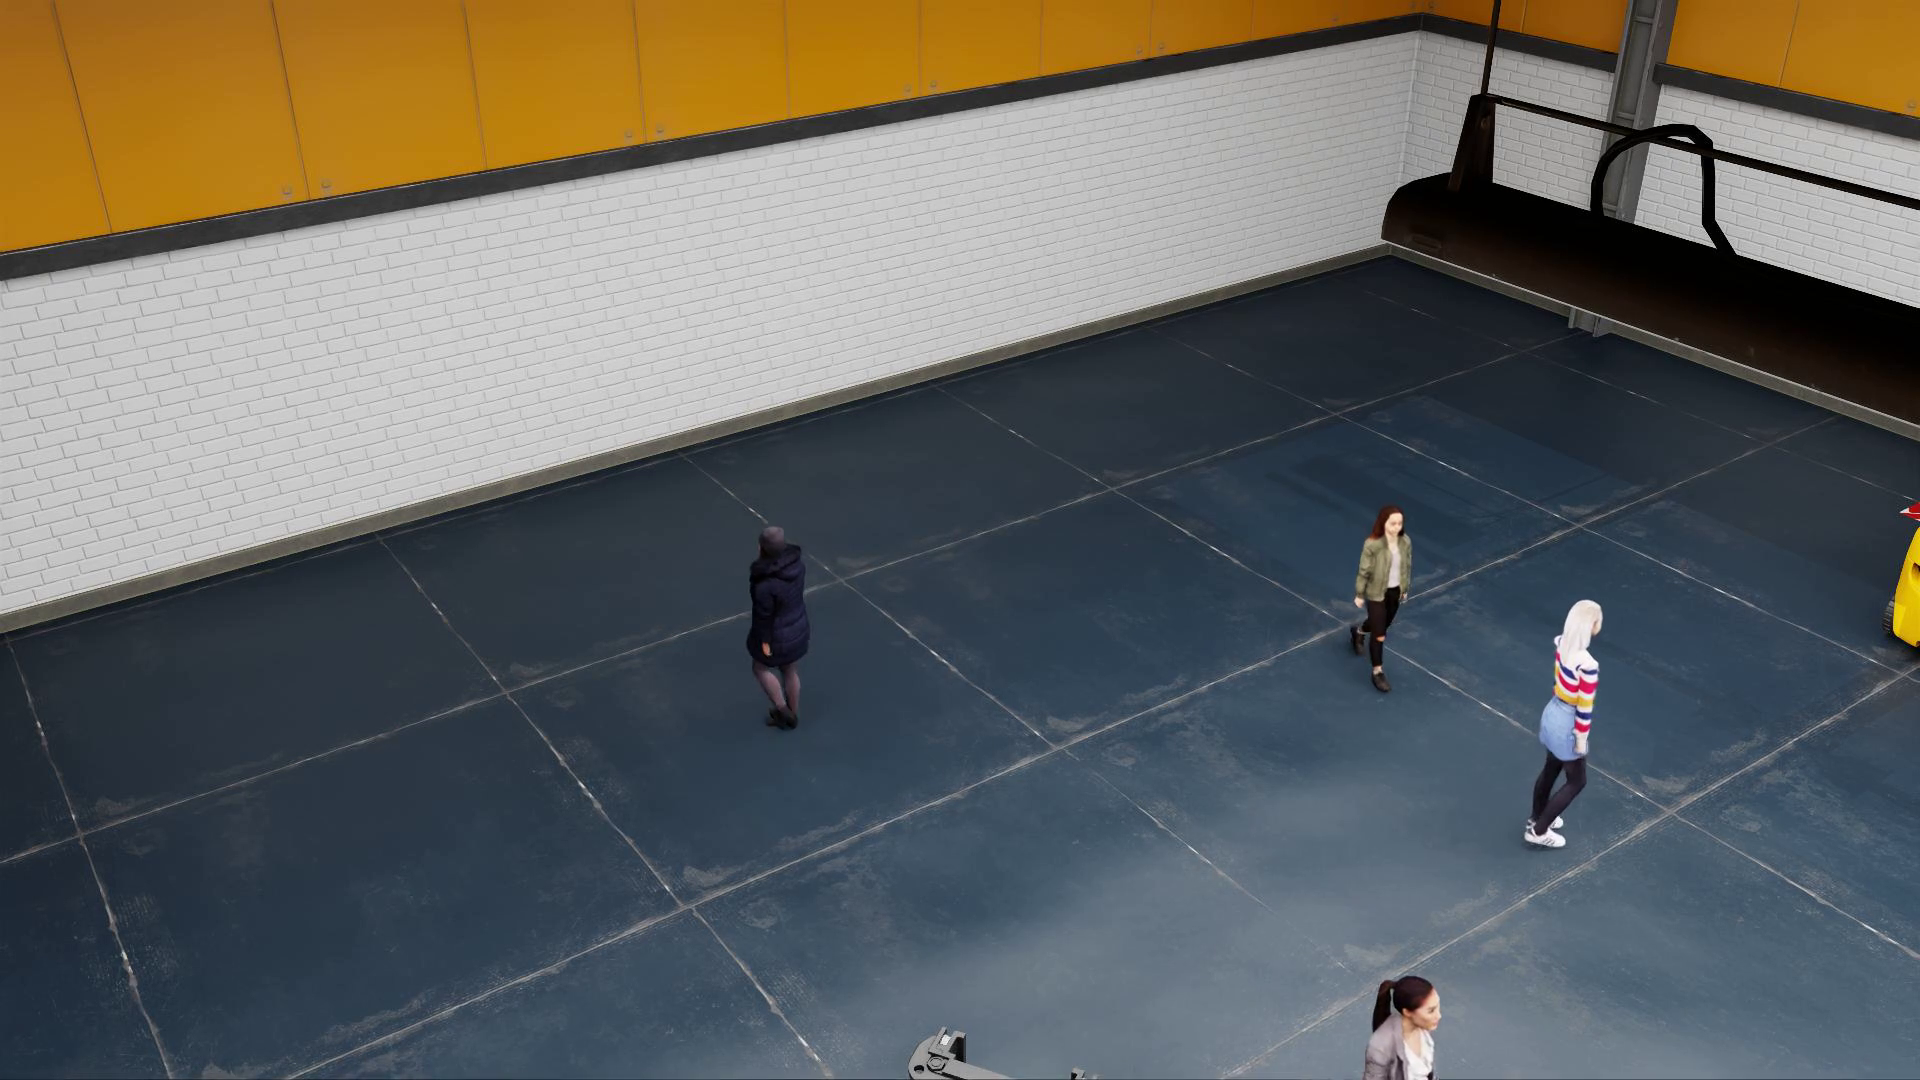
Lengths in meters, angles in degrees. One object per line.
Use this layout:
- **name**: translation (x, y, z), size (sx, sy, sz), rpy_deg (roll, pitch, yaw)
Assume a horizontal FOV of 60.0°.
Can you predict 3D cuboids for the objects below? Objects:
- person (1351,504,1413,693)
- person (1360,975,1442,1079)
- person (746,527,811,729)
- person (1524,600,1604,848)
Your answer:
- **person**: translation (3.178, 0.379, 12.636), size (0.765, 1.455, 1.011), rpy_deg (-9, 30, -16)
- **person**: translation (2.009, 2.732, 8.111), size (0.780, 1.657, 0.700), rpy_deg (25, 37, 37)
- **person**: translation (-1.229, 0.657, 11.901), size (0.783, 1.670, 0.764), rpy_deg (18, 33, 29)
- **person**: translation (3.900, 1.199, 10.766), size (0.814, 1.806, 0.698), rpy_deg (-2, 29, -3)
